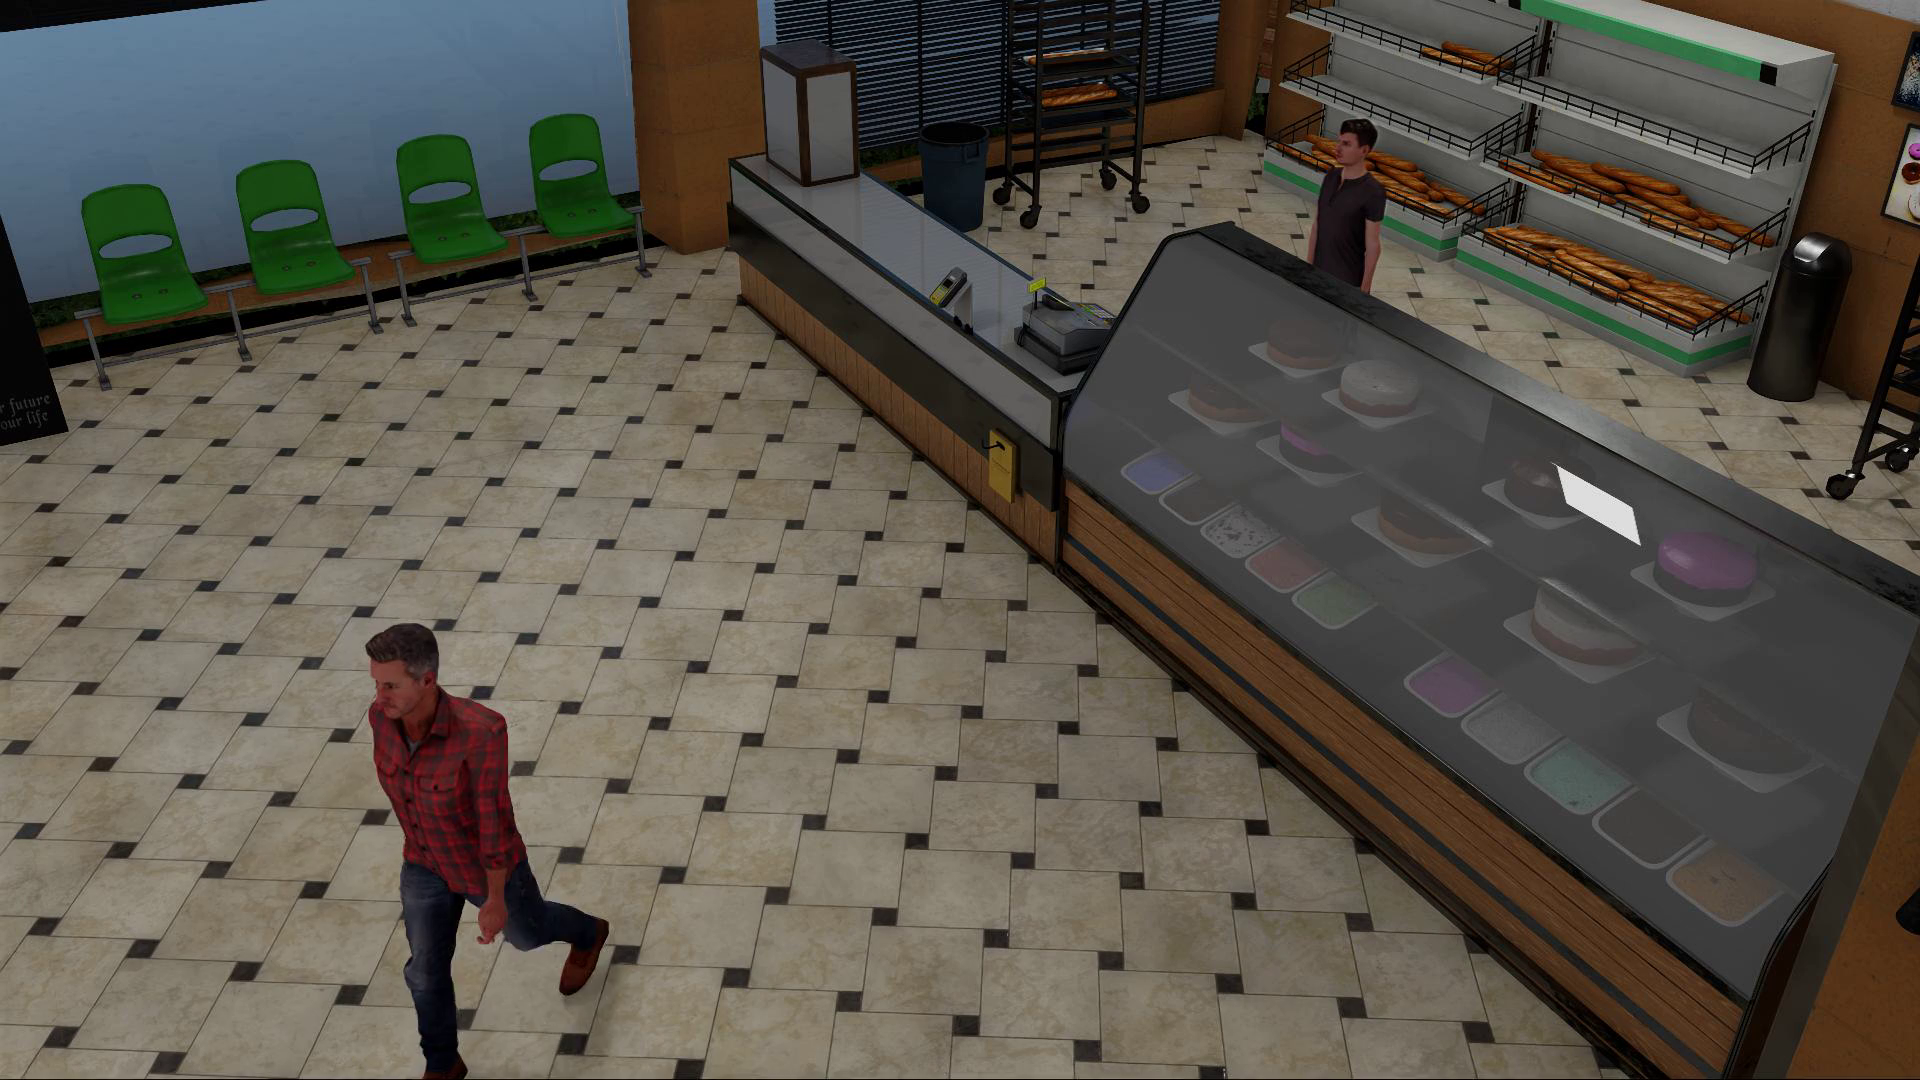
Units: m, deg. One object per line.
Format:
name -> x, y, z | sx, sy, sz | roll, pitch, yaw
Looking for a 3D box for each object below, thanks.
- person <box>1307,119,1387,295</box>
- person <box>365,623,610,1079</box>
person -> 2.134, -1.452, 9.327 | 0.514, 1.851, 0.650 | -17, 36, -25
person -> -1.547, 0.991, 5.457 | 1.150, 1.792, 1.279 | 11, 34, 18
